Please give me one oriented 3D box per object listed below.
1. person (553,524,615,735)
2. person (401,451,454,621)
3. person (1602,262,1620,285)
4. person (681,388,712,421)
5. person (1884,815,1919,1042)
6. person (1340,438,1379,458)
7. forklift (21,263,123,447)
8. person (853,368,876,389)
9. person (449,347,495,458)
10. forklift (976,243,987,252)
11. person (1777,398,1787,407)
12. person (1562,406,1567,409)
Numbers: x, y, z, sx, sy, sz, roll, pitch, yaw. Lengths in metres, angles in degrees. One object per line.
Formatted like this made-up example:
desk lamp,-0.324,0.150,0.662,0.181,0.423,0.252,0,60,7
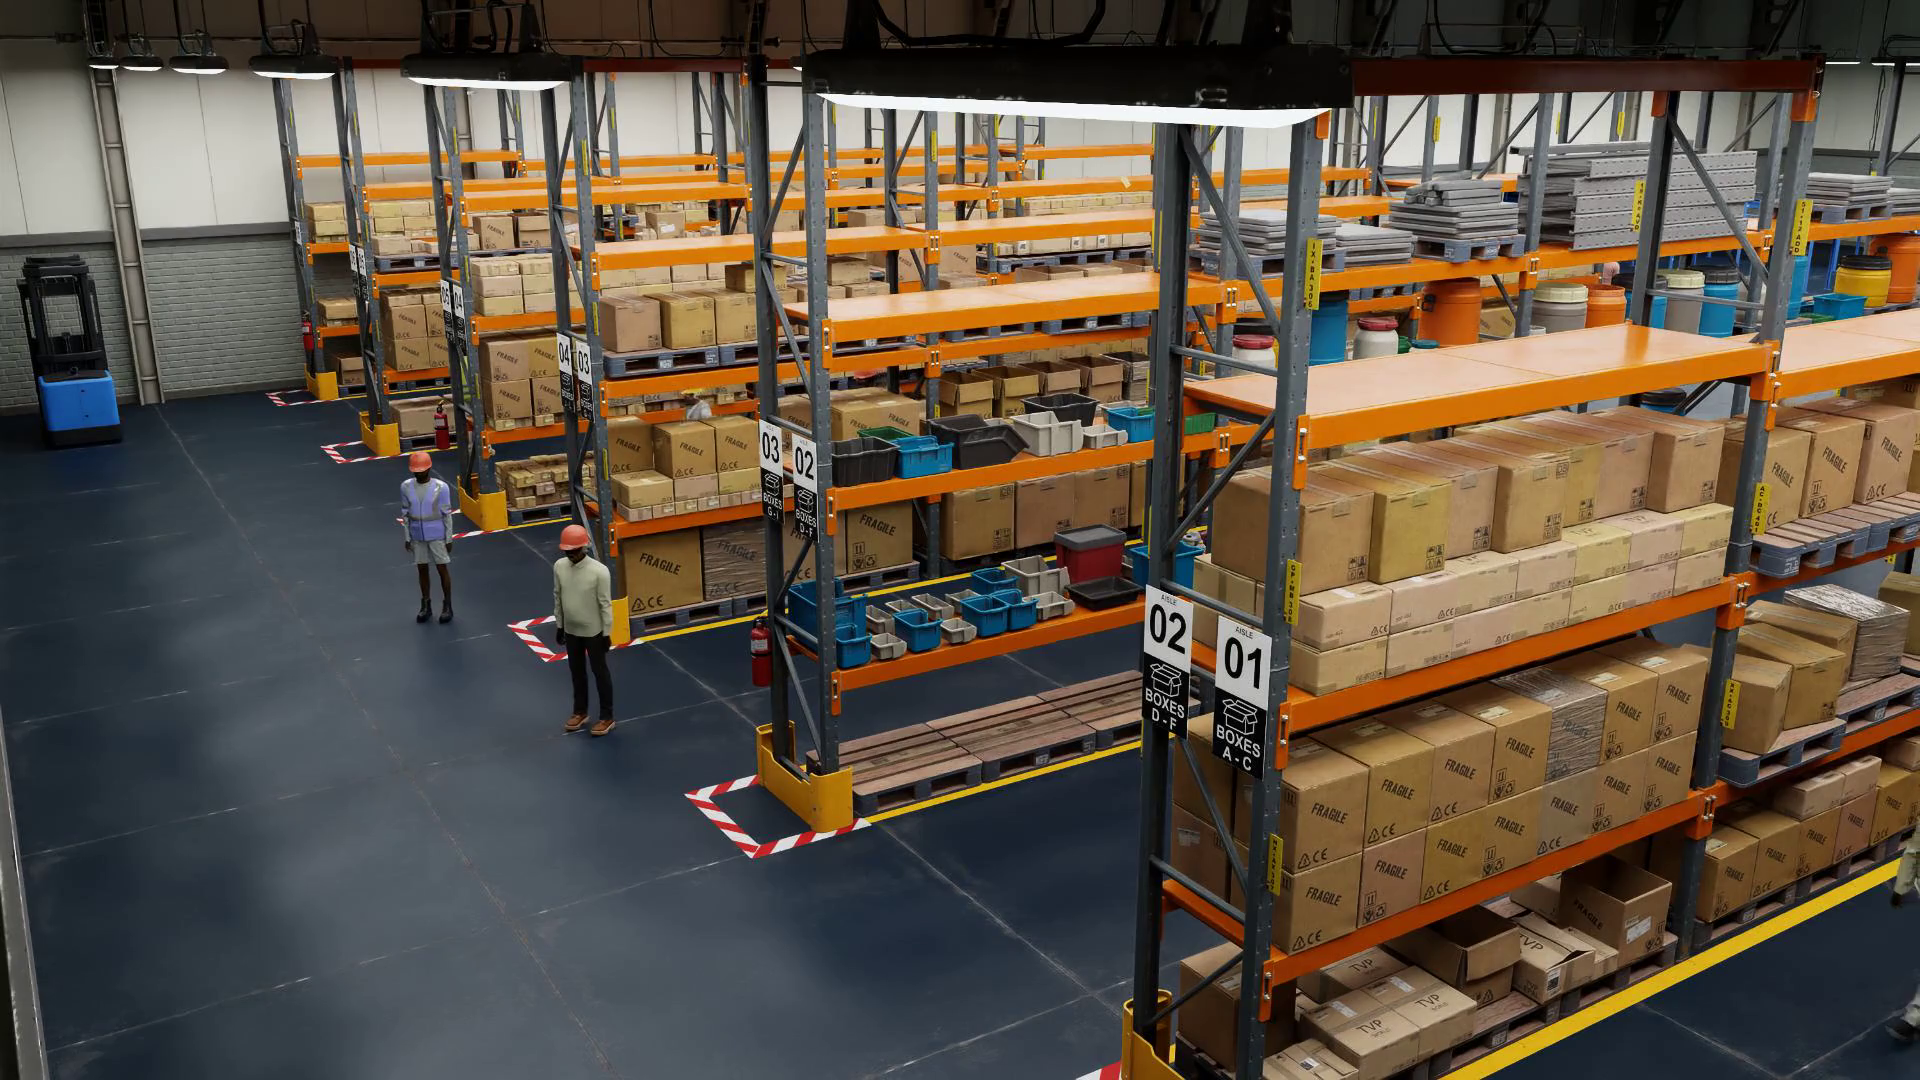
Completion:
person,-3.443,0.805,14.411,0.615,1.987,0.407,8,19,24
person,-5.834,-0.048,17.309,0.545,1.929,0.389,1,17,4
person,14.667,-5.691,35.835,0.409,1.912,0.649,-13,21,-37
person,-3.612,-1.299,21.591,0.432,1.813,0.614,-12,21,-35
person,6.135,2.272,9.910,0.887,1.795,0.624,-7,18,-22
person,5.379,-1.189,21.081,0.869,1.911,0.636,-11,20,-33
forklift,-14.518,-3.079,25.708,1.129,2.768,1.873,-10,20,-31
person,-1.306,-1.414,21.624,0.655,2.014,0.770,15,23,41
person,-7.551,-2.195,24.492,0.631,1.843,0.429,0,17,0
forklift,0.988,-5.474,34.718,1.214,2.155,2.313,-10,20,-31
person,11.725,-1.656,22.663,1.013,1.894,0.535,12,20,33
person,10.649,-3.294,27.932,0.632,1.940,0.372,1,17,3
